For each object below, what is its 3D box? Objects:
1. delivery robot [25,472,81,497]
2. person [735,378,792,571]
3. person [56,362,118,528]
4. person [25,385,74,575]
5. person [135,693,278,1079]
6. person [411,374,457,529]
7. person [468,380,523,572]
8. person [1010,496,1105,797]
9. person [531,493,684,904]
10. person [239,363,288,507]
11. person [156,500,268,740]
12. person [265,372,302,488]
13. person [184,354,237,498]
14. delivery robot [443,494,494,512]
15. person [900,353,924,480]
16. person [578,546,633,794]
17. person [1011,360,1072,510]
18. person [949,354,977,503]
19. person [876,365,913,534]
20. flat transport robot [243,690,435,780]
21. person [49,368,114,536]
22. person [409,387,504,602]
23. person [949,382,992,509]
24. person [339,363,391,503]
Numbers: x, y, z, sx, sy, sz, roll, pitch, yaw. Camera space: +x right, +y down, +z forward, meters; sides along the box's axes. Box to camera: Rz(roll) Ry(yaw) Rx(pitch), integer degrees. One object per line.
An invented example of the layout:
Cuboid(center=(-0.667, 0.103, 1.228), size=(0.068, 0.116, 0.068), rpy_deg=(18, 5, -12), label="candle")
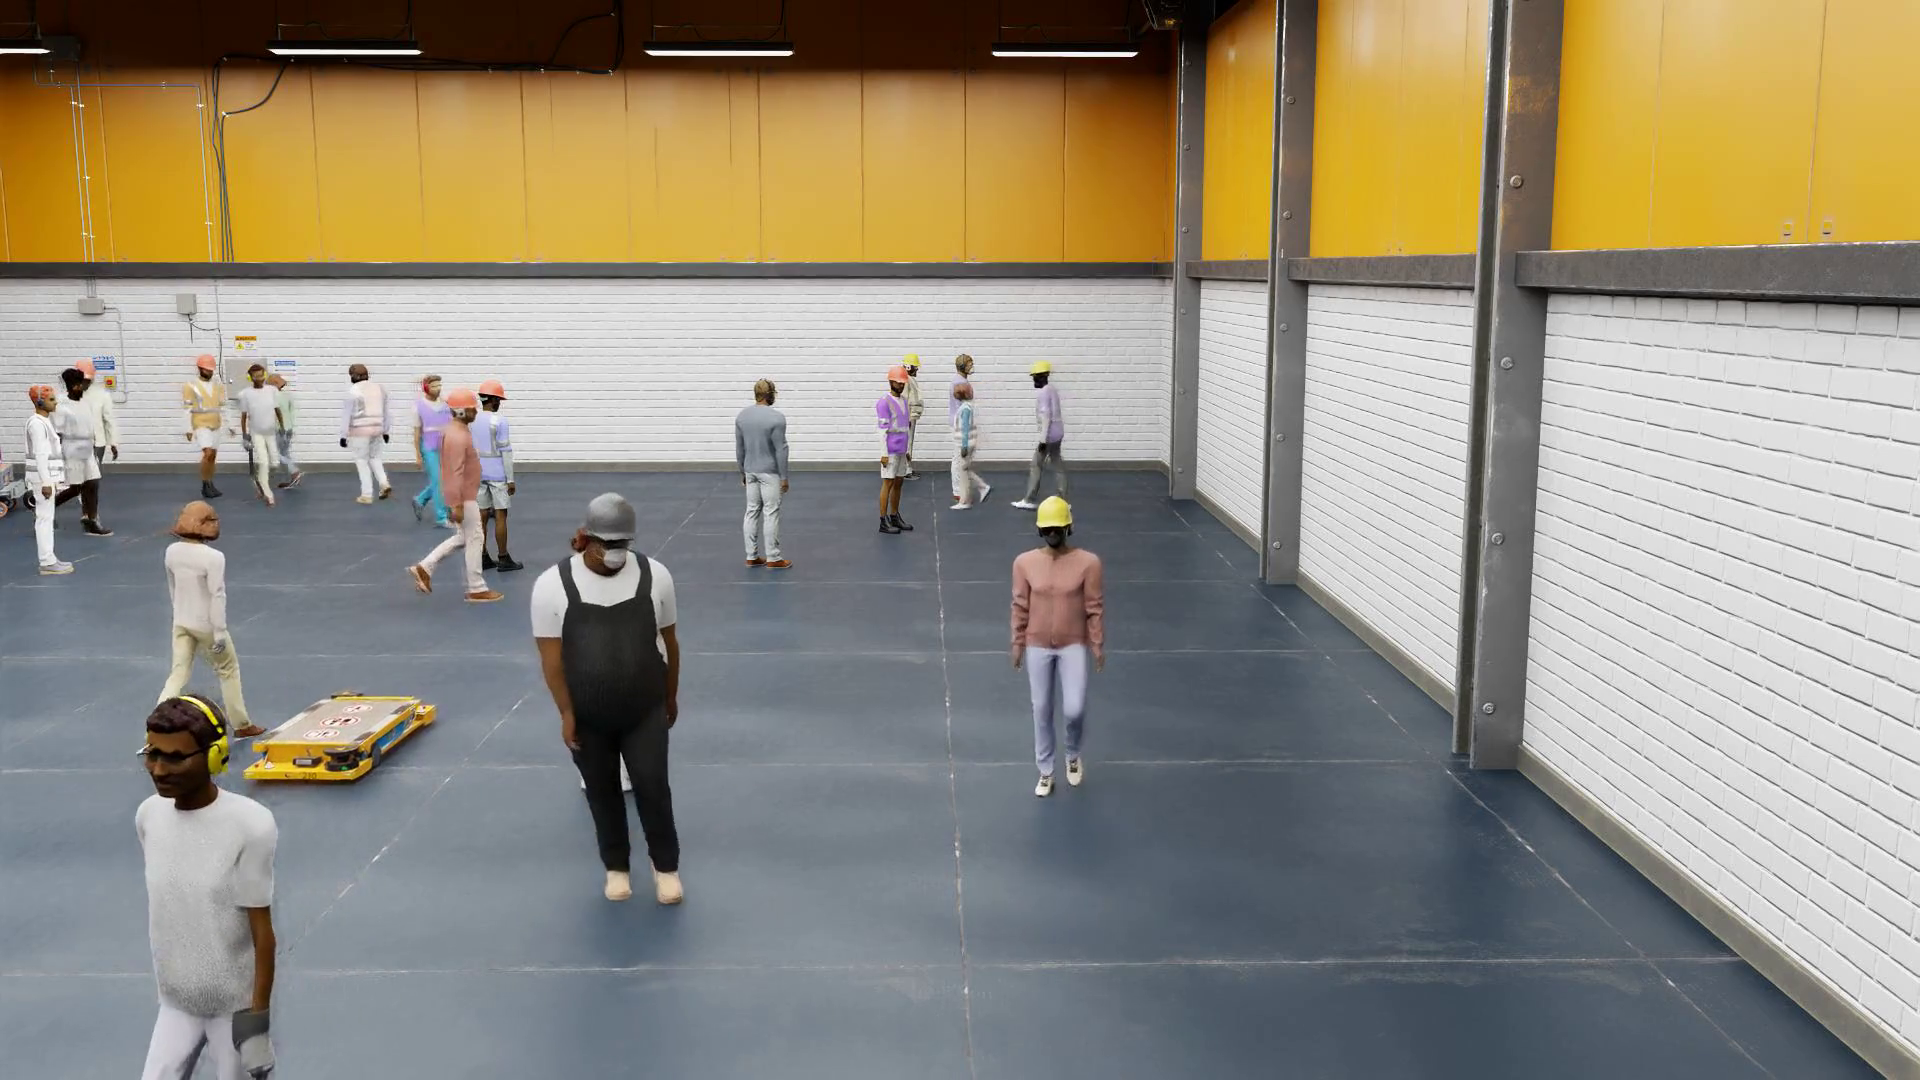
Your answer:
Cuboid(center=(-11.419, -0.717, 21.079), size=(0.707, 0.478, 0.477), rpy_deg=(-3, 10, -15), label="delivery robot")
Cuboid(center=(-1.982, -0.661, 16.787), size=(0.630, 1.938, 0.366), rpy_deg=(6, 11, 34), label="person")
Cuboid(center=(-10.327, -1.115, 19.553), size=(0.690, 1.934, 0.992), rpy_deg=(-2, 9, -11), label="person")
Cuboid(center=(-9.112, -0.600, 16.589), size=(0.358, 1.882, 0.574), rpy_deg=(-5, 10, -26), label="person")
Cuboid(center=(-2.133, 1.346, 4.745), size=(0.524, 1.855, 0.421), rpy_deg=(2, 10, 13), label="person")
Cuboid(center=(-6.218, -1.046, 19.525), size=(0.716, 1.823, 0.571), rpy_deg=(5, 10, 26), label="person")
Cuboid(center=(-4.688, -0.642, 16.711), size=(0.543, 1.928, 0.372), rpy_deg=(4, 10, 25), label="person")
Cuboid(center=(0.553, 0.617, 9.525), size=(0.552, 1.753, 0.366), rpy_deg=(2, 9, 12), label="person")
Cuboid(center=(-1.657, 0.743, 7.871), size=(0.687, 2.000, 0.618), rpy_deg=(-2, 10, -14), label="person")
Cuboid(center=(-8.950, -1.356, 21.344), size=(0.545, 1.840, 0.633), rpy_deg=(-8, 13, -42), label="person")
Cuboid(center=(-4.809, 0.549, 10.445), size=(0.515, 1.599, 0.835), rpy_deg=(4, 10, 21), label="person")
Cuboid(center=(-9.287, -1.489, 22.851), size=(0.454, 1.608, 0.534), rpy_deg=(2, 9, 10), label="person")
Cuboid(center=(-9.940, -1.505, 22.061), size=(0.600, 1.905, 0.559), rpy_deg=(5, 11, 29), label="person")
Cuboid(center=(-5.947, -0.554, 20.078), size=(0.707, 0.478, 0.477), rpy_deg=(2, 9, 15), label="delivery robot")
Cuboid(center=(-0.724, -1.785, 24.021), size=(0.404, 1.828, 0.587), rpy_deg=(1, 9, 3), label="person")
Cuboid(center=(-2.058, 0.657, 9.627), size=(0.514, 1.640, 0.310), rpy_deg=(3, 10, 15), label="person")
Cuboid(center=(1.021, -1.305, 20.889), size=(0.870, 1.882, 0.617), rpy_deg=(2, 10, 14), label="person")
Cuboid(center=(0.037, -1.452, 21.640), size=(0.372, 1.940, 0.630), rpy_deg=(0, 9, 0), label="person")
Cuboid(center=(-0.727, -1.042, 19.140), size=(0.367, 1.932, 0.551), rpy_deg=(5, 11, 29), label="person")
Cuboid(center=(-3.858, 1.208, 10.430), size=(0.652, 0.197, 1.431), rpy_deg=(0, 9, 2), label="flat transport robot")
Cuboid(center=(-10.055, -0.984, 18.801), size=(0.706, 1.940, 0.629), rpy_deg=(1, 9, 8), label="person")
Cuboid(center=(-4.587, -0.397, 15.043), size=(0.726, 1.979, 0.610), rpy_deg=(-4, 10, -23), label="person")
Cuboid(center=(0.124, -1.187, 20.997), size=(0.452, 1.624, 0.514), rpy_deg=(0, 9, -1), label="person")
Cuboid(center=(-7.707, -1.381, 21.557), size=(0.436, 1.820, 0.660), rpy_deg=(6, 11, 31), label="person")
